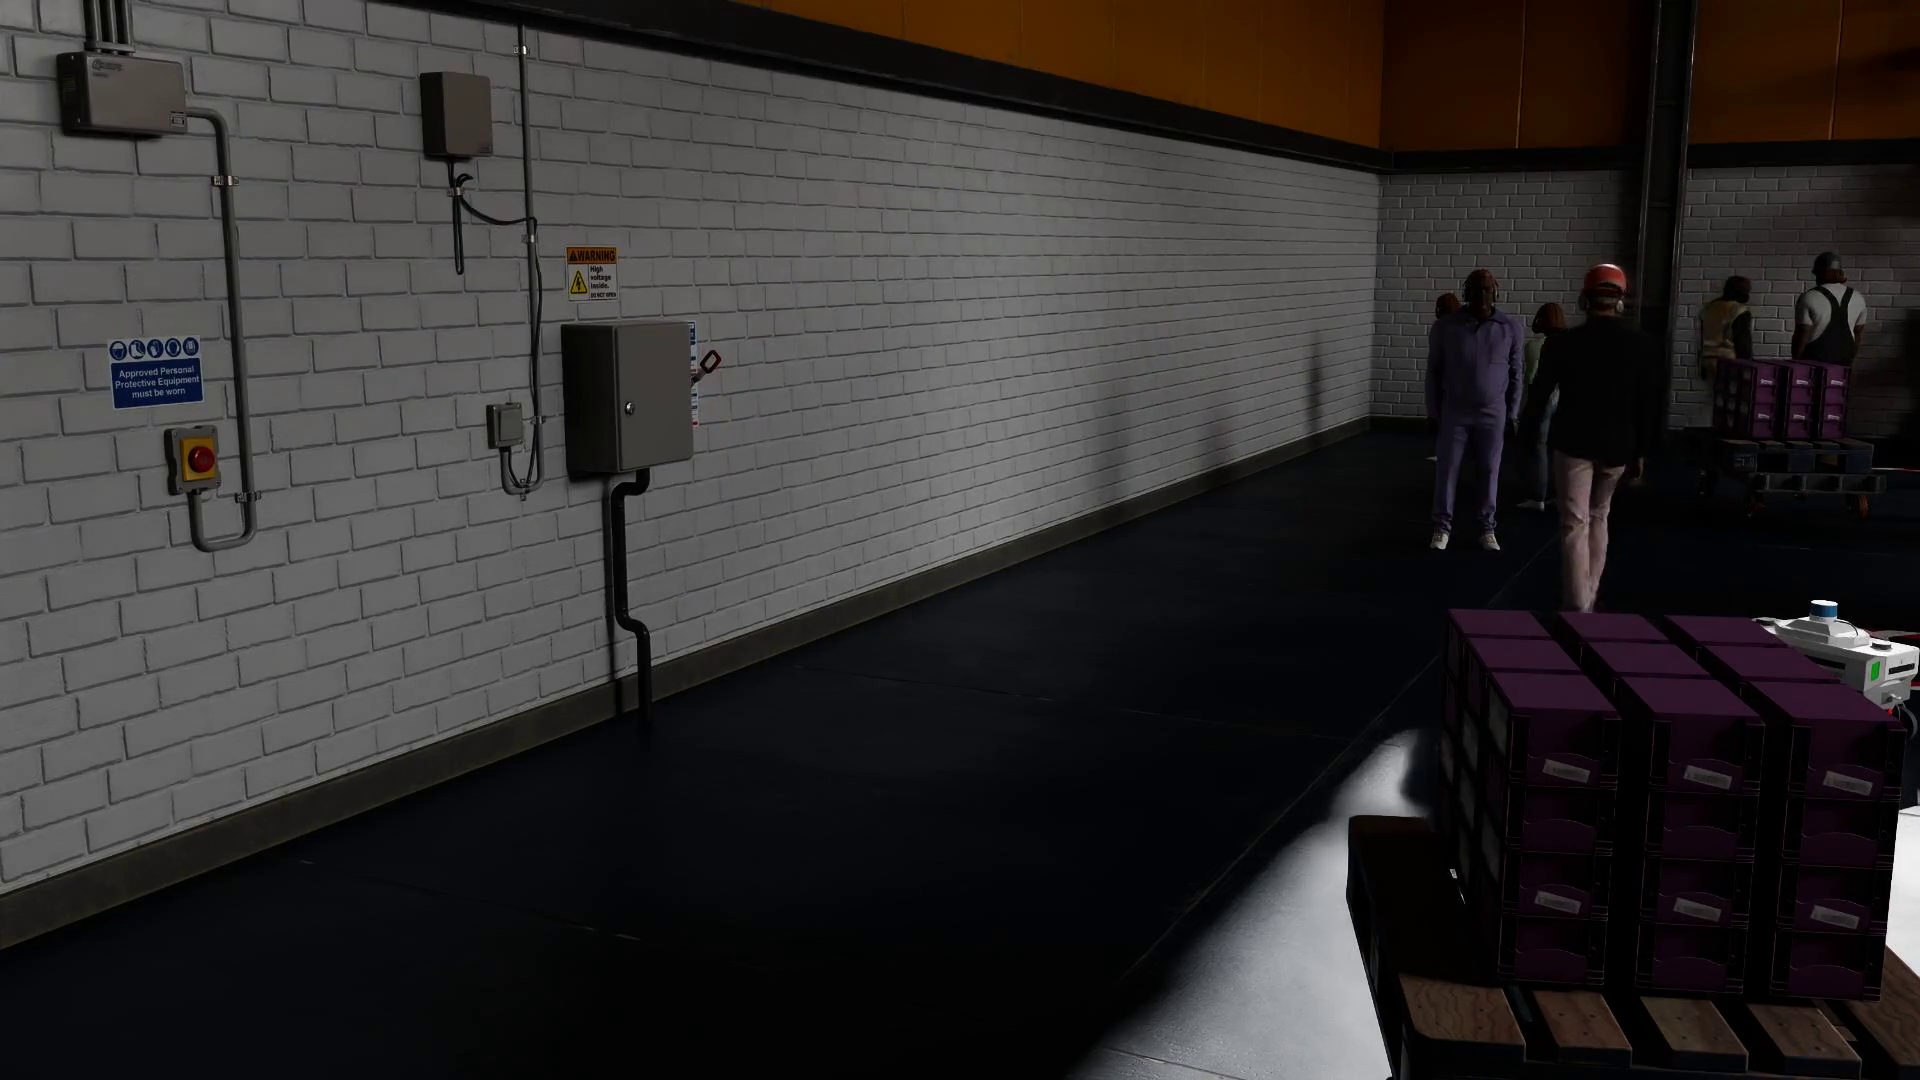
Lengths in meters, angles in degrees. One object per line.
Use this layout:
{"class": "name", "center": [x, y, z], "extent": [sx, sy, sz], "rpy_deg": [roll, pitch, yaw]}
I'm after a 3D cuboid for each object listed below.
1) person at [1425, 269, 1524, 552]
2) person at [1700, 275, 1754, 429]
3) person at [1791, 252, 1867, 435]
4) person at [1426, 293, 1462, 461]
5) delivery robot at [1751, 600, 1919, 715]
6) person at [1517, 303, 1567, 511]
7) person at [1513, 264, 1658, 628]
{"class": "person", "center": [3.484, -0.872, 11.302], "extent": [0.641, 1.913, 0.407], "rpy_deg": [2, 10, 9]}
{"class": "person", "center": [7.540, -1.690, 16.361], "extent": [0.451, 1.806, 0.657], "rpy_deg": [-2, 10, -13]}
{"class": "person", "center": [8.241, -1.740, 15.951], "extent": [0.688, 2.000, 0.536], "rpy_deg": [-1, 10, -7]}
{"class": "person", "center": [4.738, -1.574, 16.162], "extent": [0.278, 1.633, 0.498], "rpy_deg": [7, 12, 34]}
{"class": "delivery robot", "center": [3.627, 0.499, 7.015], "extent": [0.477, 0.478, 0.707], "rpy_deg": [-6, 11, -30]}
{"class": "person", "center": [4.616, -1.042, 13.086], "extent": [0.503, 1.632, 0.274], "rpy_deg": [-4, 10, -20]}
{"class": "person", "center": [3.347, -0.492, 8.968], "extent": [0.634, 1.953, 0.746], "rpy_deg": [-1, 10, -3]}
